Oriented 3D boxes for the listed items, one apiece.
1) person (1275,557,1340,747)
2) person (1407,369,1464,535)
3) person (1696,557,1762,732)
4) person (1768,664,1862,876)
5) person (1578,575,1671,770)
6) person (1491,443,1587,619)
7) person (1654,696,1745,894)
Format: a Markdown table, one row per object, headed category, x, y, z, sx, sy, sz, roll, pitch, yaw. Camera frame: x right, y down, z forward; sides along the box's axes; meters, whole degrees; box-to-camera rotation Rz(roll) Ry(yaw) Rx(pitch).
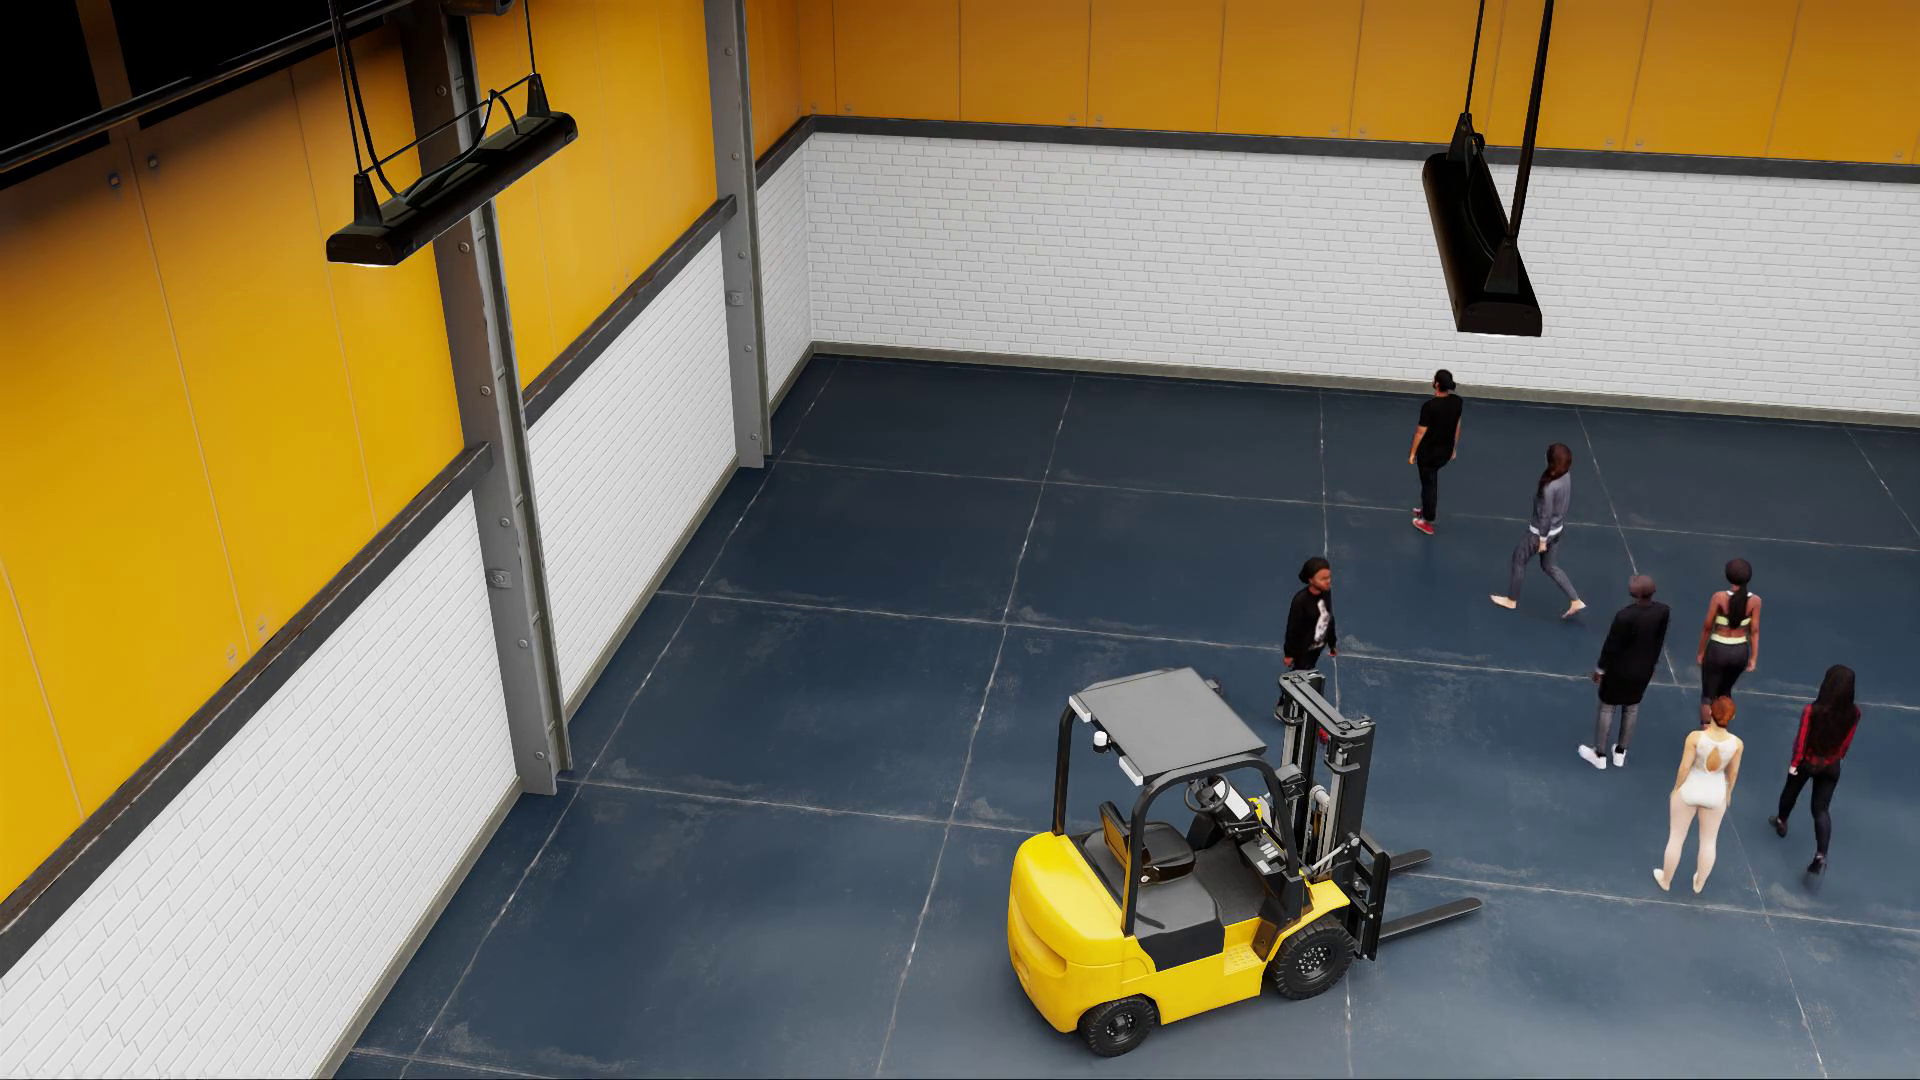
| category | x | y | z | sx | sy | sz | roll | pitch | yaw |
| --- | --- | --- | --- | --- | --- | --- | --- | --- | --- |
| person | 2.790 | 0.853 | 13.673 | 1.016 | 1.646 | 1.039 | -22 | 36 | -35 |
| person | 4.825 | -0.859 | 16.703 | 0.815 | 1.750 | 0.871 | -15 | 32 | -25 |
| person | 6.126 | 0.997 | 13.326 | 0.642 | 1.726 | 0.990 | 9 | 30 | 16 |
| person | 6.306 | 1.701 | 12.146 | 0.714 | 1.621 | 1.093 | 1 | 29 | 1 |
| person | 5.311 | 1.033 | 13.230 | 0.746 | 1.756 | 0.695 | 0 | 29 | -1 |
| person | 5.452 | -0.058 | 15.247 | 1.036 | 1.739 | 1.099 | 23 | 36 | 36 |
| person | 5.303 | 1.823 | 11.899 | 0.548 | 1.643 | 0.456 | 5 | 29 | 9 |
